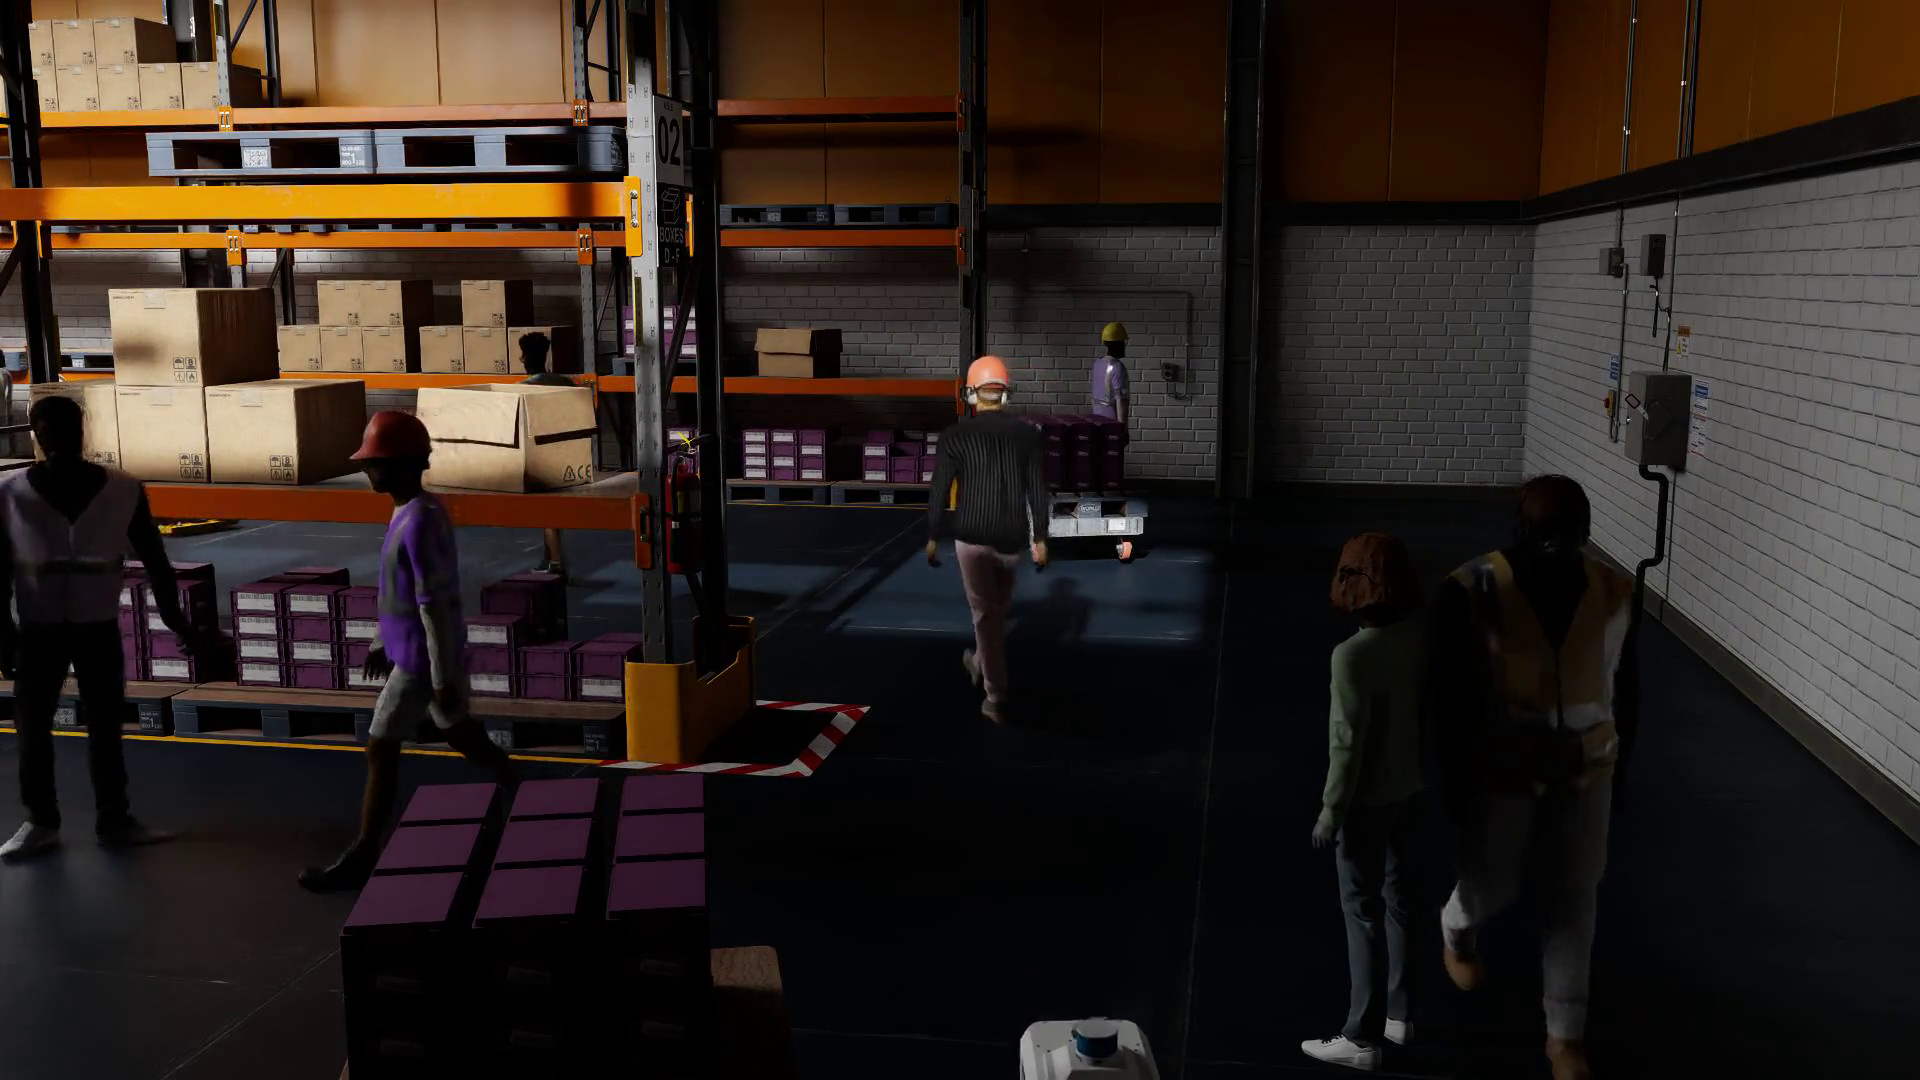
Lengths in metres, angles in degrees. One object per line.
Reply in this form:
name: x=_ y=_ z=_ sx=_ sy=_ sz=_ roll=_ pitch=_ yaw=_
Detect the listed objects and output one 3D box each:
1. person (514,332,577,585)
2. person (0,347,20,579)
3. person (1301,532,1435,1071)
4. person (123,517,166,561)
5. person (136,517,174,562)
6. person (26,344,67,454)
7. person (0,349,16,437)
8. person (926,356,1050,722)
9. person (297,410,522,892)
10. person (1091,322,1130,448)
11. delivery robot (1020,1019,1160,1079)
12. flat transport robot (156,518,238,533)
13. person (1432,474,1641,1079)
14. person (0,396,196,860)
person: x=-3.277 y=-0.626 z=12.846 sx=0.721 sy=1.938 sz=0.620 roll=7 pitch=11 yaw=37
person: x=-7.542 y=-0.672 z=12.884 sx=0.400 sy=2.033 sz=0.605 roll=3 pitch=10 yaw=20
person: x=1.246 y=0.787 z=5.055 sx=0.279 sy=1.634 sz=0.499 roll=9 pitch=13 yaw=43
person: x=-5.720 y=-0.208 z=11.322 sx=0.710 sy=1.608 sz=0.551 roll=-2 pitch=9 yaw=-14
person: x=-5.855 y=-0.301 z=11.826 sx=0.418 sy=1.620 sz=0.531 roll=4 pitch=10 yaw=22
person: x=-7.427 y=-0.717 z=13.610 sx=0.356 sy=1.886 sz=0.574 roll=-7 pitch=12 yaw=-37
person: x=-8.210 y=-0.756 z=14.061 sx=0.643 sy=1.832 sz=0.431 roll=8 pitch=12 yaw=41
person: x=0.120 y=-0.038 z=9.208 sx=0.649 sy=1.939 sz=1.004 roll=-3 pitch=10 yaw=-17
person: x=-2.079 y=0.426 z=6.534 sx=1.003 sy=1.897 sz=0.561 roll=-2 pitch=9 yaw=-15
person: x=1.465 y=-1.115 z=15.942 sx=0.354 sy=1.930 sz=0.594 roll=-4 pitch=10 yaw=-21
delivery robot: x=0.336 y=1.431 z=4.111 sx=0.477 sy=0.478 sz=0.707 roll=0 pitch=9 yaw=-2
flat transport robot: x=-7.531 y=-0.249 z=15.705 sx=1.431 sy=0.197 sz=0.652 roll=6 pitch=11 yaw=34
person: x=1.751 y=0.685 z=5.117 sx=0.631 sy=1.821 sz=0.673 roll=0 pitch=9 yaw=2
person: x=-3.614 y=0.356 z=6.881 sx=0.759 sy=1.917 sz=0.423 roll=-7 pitch=11 yaw=-36
